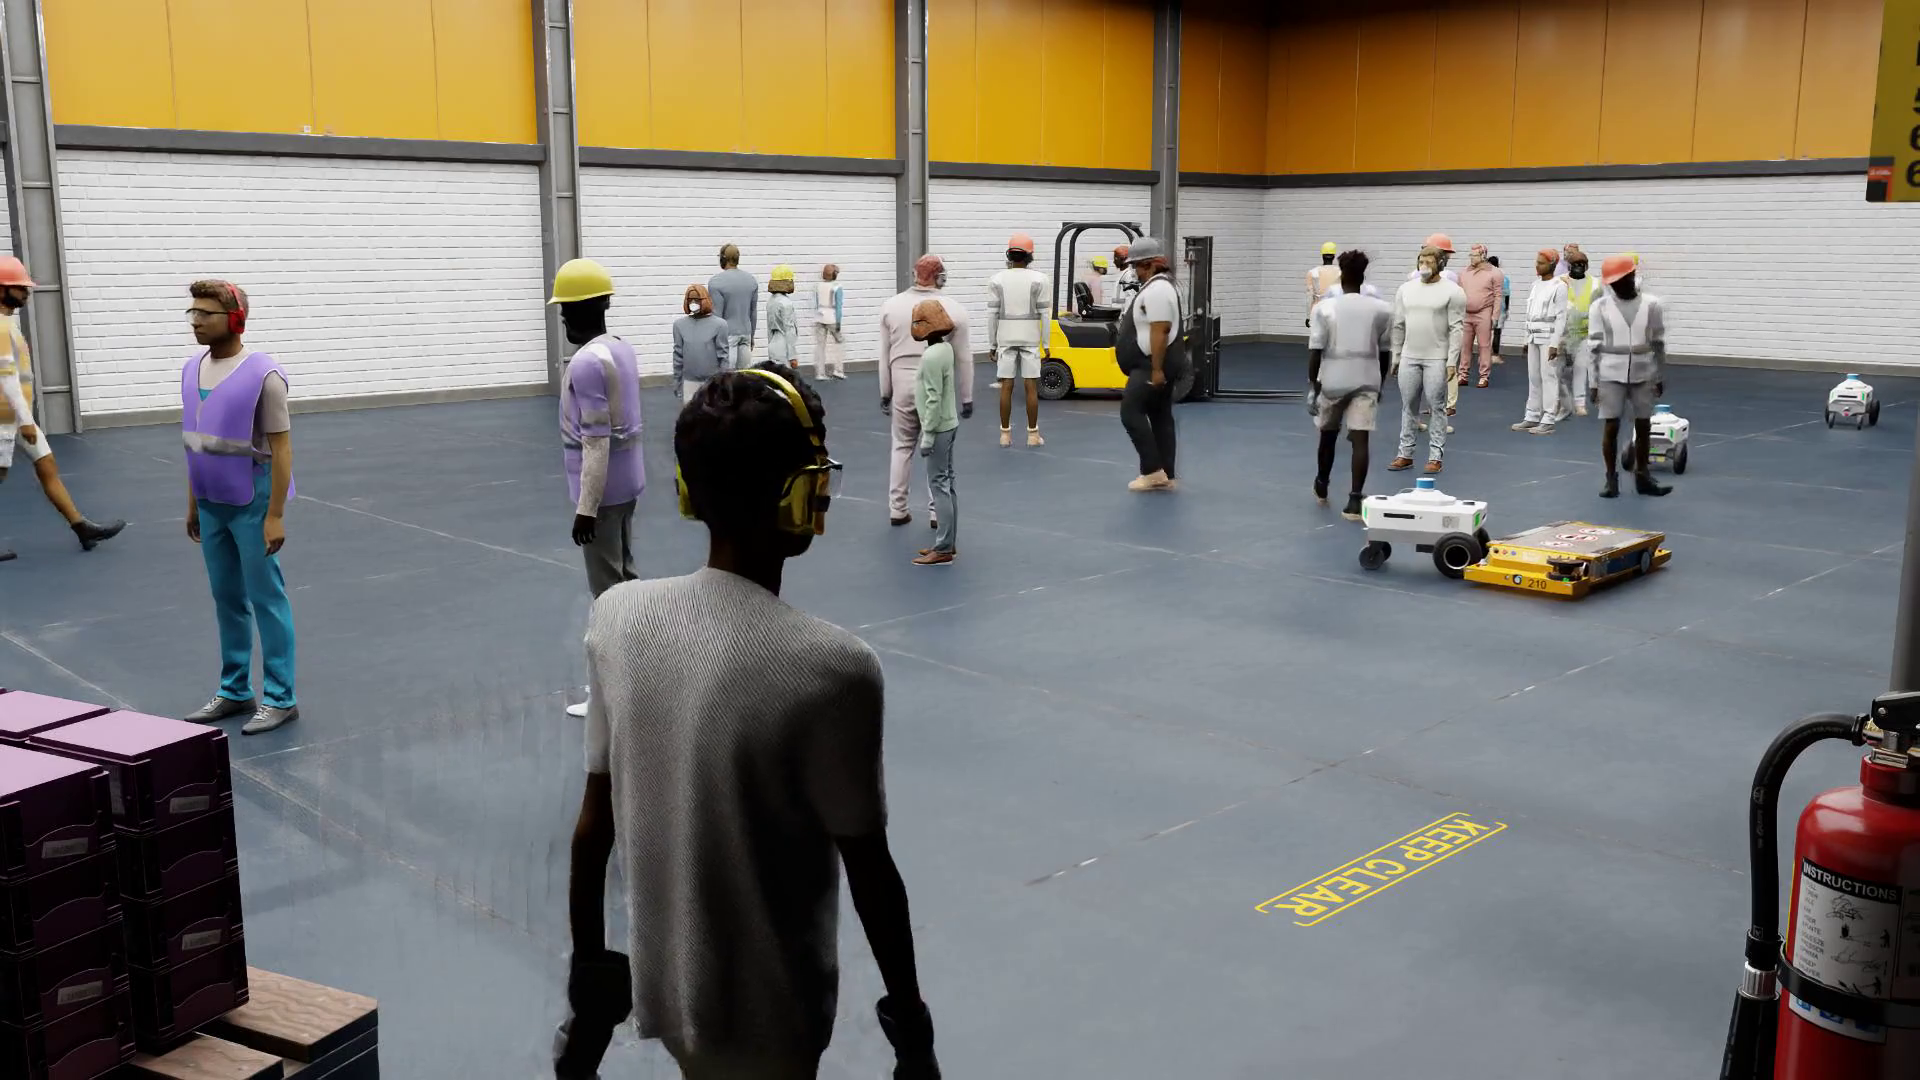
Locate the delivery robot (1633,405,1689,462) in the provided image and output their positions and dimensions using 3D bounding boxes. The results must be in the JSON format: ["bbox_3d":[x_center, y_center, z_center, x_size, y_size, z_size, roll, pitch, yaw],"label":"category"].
[{"bbox_3d":[6.069,-0.926,14.391,0.477,0.478,0.707,7,12,32],"label":"delivery robot"}]

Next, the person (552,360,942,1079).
[{"bbox_3d":[-0.243,0.661,2.463,0.565,1.842,0.802,8,13,36],"label":"person"}]

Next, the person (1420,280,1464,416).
[{"bbox_3d":[5.438,-2.206,18.684,0.280,1.633,0.502,-5,11,-25],"label":"person"}]

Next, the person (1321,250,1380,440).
[{"bbox_3d":[3.917,-1.951,16.651,0.572,1.877,1.009,2,11,11],"label":"person"}]

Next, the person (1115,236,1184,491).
[{"bbox_3d":[1.499,-1.393,13.143,0.541,2.000,0.717,2,11,13],"label":"person"}]

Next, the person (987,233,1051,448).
[{"bbox_3d":[0.571,-1.895,15.870,0.613,2.043,0.374,2,11,11],"label":"person"}]

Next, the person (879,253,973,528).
[{"bbox_3d":[-0.236,-1.019,11.496,0.664,1.899,0.405,3,11,18],"label":"person"}]

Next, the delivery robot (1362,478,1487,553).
[{"bbox_3d":[2.807,-0.133,10.070,0.707,0.478,0.477,4,11,23],"label":"delivery robot"}]

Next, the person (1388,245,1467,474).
[{"bbox_3d":[3.970,-1.535,14.194,0.632,1.940,0.368,8,13,39],"label":"person"}]

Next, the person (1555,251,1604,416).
[{"bbox_3d":[6.898,-2.316,18.720,0.632,1.841,0.428,2,11,11],"label":"person"}]

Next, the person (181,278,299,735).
[{"bbox_3d":[-2.948,-0.138,6.815,0.563,1.850,0.390,6,12,28],"label":"person"}]

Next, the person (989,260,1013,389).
[{"bbox_3d":[0.787,-2.934,22.206,0.952,1.810,0.518,-6,12,-31],"label":"person"}]

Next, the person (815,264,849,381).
[{"bbox_3d":[-1.805,-3.029,23.216,0.534,1.622,0.537,7,13,35],"label":"person"}]

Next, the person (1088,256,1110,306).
[{"bbox_3d":[1.941,-3.433,25.150,0.882,1.716,0.565,0,10,2],"label":"person"}]

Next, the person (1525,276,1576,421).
[{"bbox_3d":[6.371,-2.031,17.866,0.542,1.602,0.825,9,14,42],"label":"person"}]

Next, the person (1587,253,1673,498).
[{"bbox_3d":[5.147,-1.247,12.768,0.677,1.886,0.492,1,10,8],"label":"person"}]

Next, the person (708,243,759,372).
[{"bbox_3d":[-2.370,-2.105,17.301,0.373,1.940,0.629,9,14,40],"label":"person"}]

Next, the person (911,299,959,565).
[{"bbox_3d":[-0.155,-0.659,10.251,0.284,1.633,0.498,2,11,10],"label":"person"}]

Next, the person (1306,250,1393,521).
[{"bbox_3d":[2.817,-1.138,12.096,0.627,1.908,1.016,1,10,5],"label":"person"}]

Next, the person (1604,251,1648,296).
[{"bbox_3d":[9.069,-3.035,22.735,0.599,1.813,0.698,9,14,40],"label":"person"}]

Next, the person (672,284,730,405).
[{"bbox_3d":[-2.144,-1.304,13.796,0.501,1.626,0.282,3,11,14],"label":"person"}]

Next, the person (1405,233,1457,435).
[{"bbox_3d":[4.811,-2.095,16.968,0.394,2.040,0.609,-8,13,-37],"label":"person"}]

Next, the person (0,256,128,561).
[{"bbox_3d":[-5.814,-0.809,10.374,0.953,1.883,0.561,-4,11,-20],"label":"person"}]

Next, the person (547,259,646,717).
[{"bbox_3d":[-1.527,-0.212,7.016,0.379,1.922,0.594,0,10,3],"label":"person"}]

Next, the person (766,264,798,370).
[{"bbox_3d":[-1.708,-1.797,16.153,0.294,1.744,0.487,-6,12,-31],"label":"person"}]

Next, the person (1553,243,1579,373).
[{"bbox_3d":[8.874,-3.375,24.320,0.650,1.904,0.401,-9,14,-41],"label":"person"}]

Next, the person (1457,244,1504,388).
[{"bbox_3d":[6.874,-2.979,22.171,0.651,1.901,0.403,10,14,43],"label":"person"}]

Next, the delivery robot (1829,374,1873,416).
[{"bbox_3d":[9.448,-1.519,17.628,0.477,0.478,0.707,7,13,33],"label":"delivery robot"}]

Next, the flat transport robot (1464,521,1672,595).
[{"bbox_3d":[3.639,0.088,9.894,0.652,0.197,1.431,10,14,43],"label":"flat transport robot"}]

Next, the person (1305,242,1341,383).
[{"bbox_3d":[5.029,-3.113,22.825,0.589,1.928,0.384,0,10,2],"label":"person"}]

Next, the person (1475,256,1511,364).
[{"bbox_3d":[8.336,-3.593,26.113,0.564,1.695,0.317,5,12,25],"label":"person"}]

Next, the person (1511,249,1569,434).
[{"bbox_3d":[5.963,-2.029,17.038,0.355,1.884,0.575,-3,11,-15],"label":"person"}]

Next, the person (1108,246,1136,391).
[{"bbox_3d":[2.123,-2.887,21.713,0.356,1.886,0.574,-1,10,-4],"label":"person"}]

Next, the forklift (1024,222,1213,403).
[{"bbox_3d":[1.935,-2.847,20.651,2.313,2.155,1.214,2,11,13],"label":"forklift"}]
